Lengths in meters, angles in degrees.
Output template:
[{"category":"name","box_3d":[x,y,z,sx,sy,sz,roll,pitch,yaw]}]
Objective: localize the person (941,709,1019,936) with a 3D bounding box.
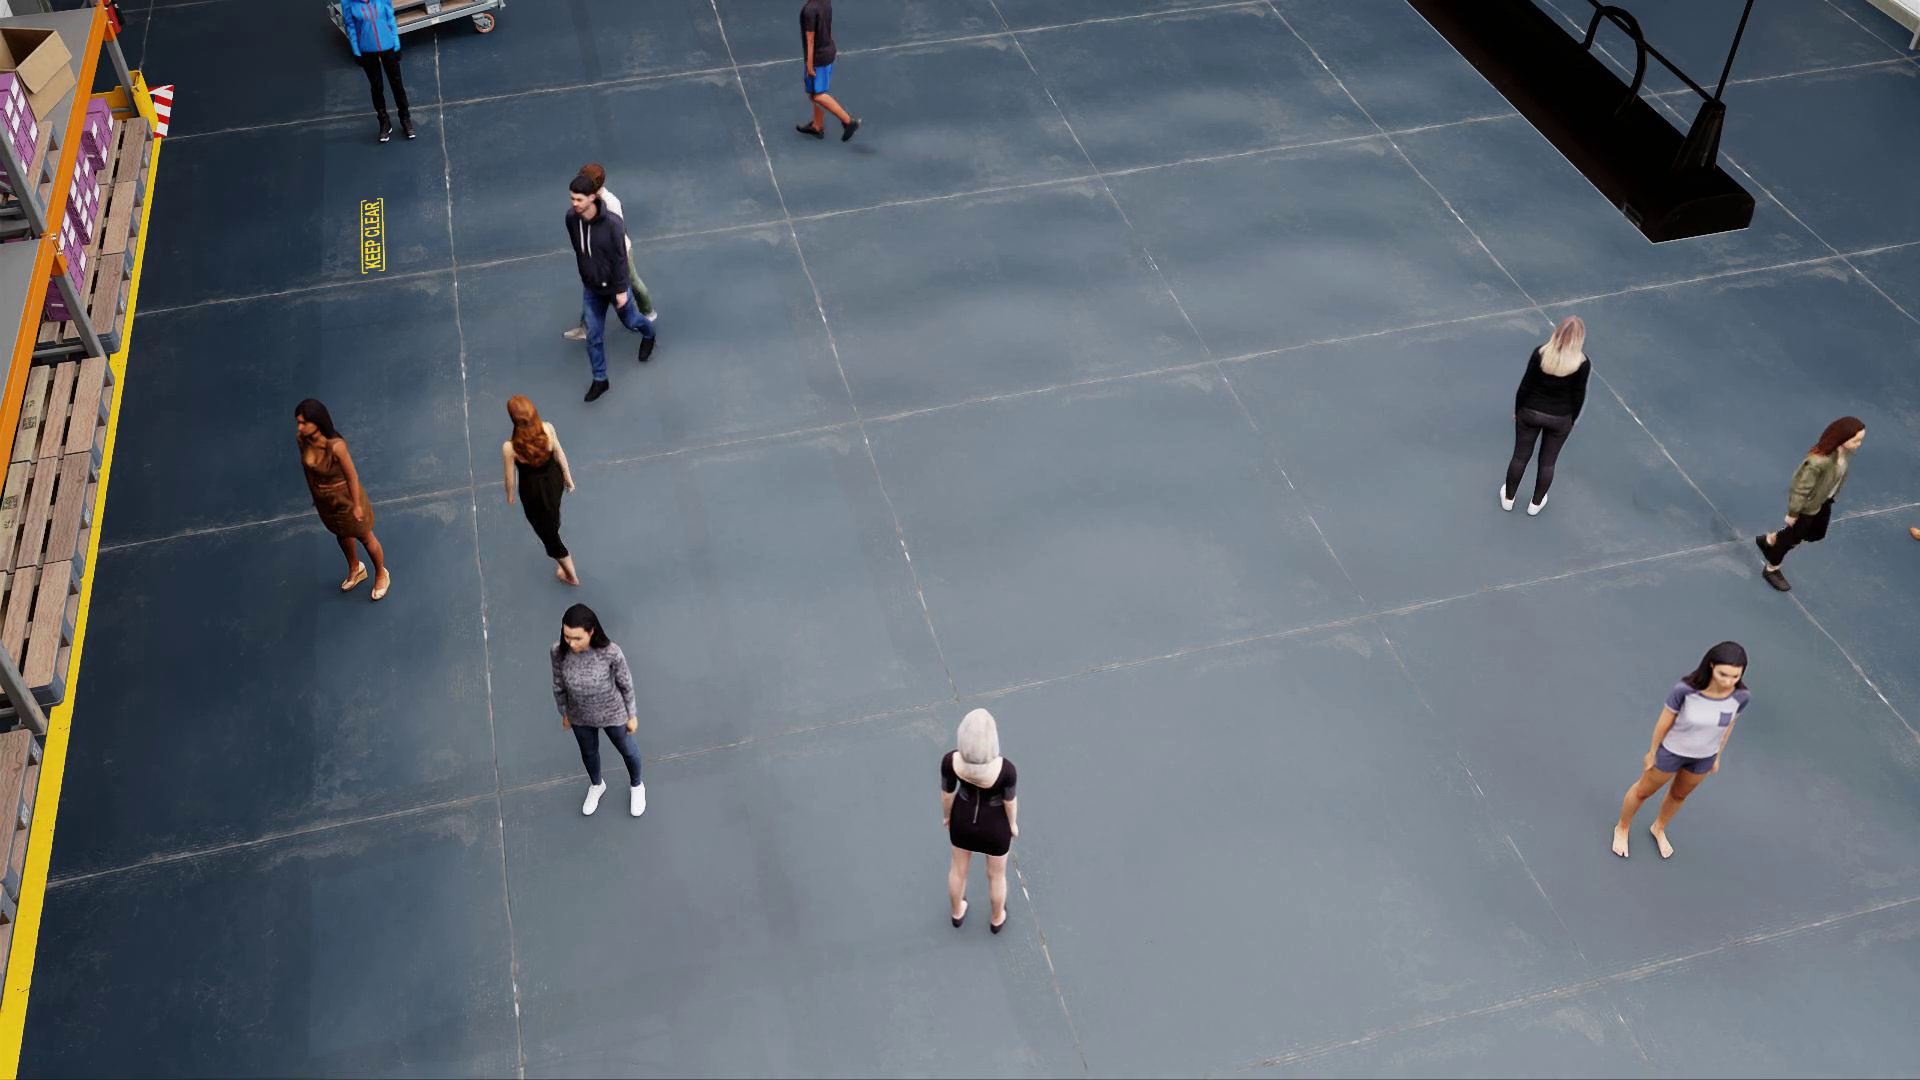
[{"category":"person","box_3d":[0.107,1.575,9.188,0.640,1.830,0.635,9,44,9]}]

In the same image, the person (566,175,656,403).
[{"category":"person","box_3d":[-2.696,-2.041,12.969,1.104,1.851,1.276,13,45,13]}]

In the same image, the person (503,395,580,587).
[{"category":"person","box_3d":[-2.791,-0.290,11.307,0.781,1.608,0.891,-34,53,-31]}]

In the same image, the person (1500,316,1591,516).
[{"category":"person","box_3d":[4.170,-0.877,11.866,0.689,1.685,0.730,17,46,17]}]

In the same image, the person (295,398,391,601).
[{"category":"person","box_3d":[-4.188,-0.280,11.237,0.638,1.690,0.675,15,46,16]}]

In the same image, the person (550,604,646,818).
[{"category":"person","box_3d":[-2.136,1.005,9.858,0.675,1.731,0.636,2,44,2]}]

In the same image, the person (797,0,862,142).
[{"category":"person","box_3d":[-1.263,-4.555,15.655,0.986,1.786,0.983,17,46,17]}]

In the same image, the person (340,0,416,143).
[{"category":"person","box_3d":[-5.520,-4.652,15.749,0.618,1.797,0.520,-12,45,-12]}]

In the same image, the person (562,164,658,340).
[{"category":"person","box_3d":[-2.749,-2.359,13.474,0.962,1.615,1.063,-34,53,-31]}]

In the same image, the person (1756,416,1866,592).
[{"category":"person","box_3d":[5.784,-0.302,11.423,0.698,1.466,0.729,-23,48,-22]}]

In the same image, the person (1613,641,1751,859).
[{"category":"person","box_3d":[4.200,1.215,9.636,0.645,1.734,0.615,3,44,3]}]
